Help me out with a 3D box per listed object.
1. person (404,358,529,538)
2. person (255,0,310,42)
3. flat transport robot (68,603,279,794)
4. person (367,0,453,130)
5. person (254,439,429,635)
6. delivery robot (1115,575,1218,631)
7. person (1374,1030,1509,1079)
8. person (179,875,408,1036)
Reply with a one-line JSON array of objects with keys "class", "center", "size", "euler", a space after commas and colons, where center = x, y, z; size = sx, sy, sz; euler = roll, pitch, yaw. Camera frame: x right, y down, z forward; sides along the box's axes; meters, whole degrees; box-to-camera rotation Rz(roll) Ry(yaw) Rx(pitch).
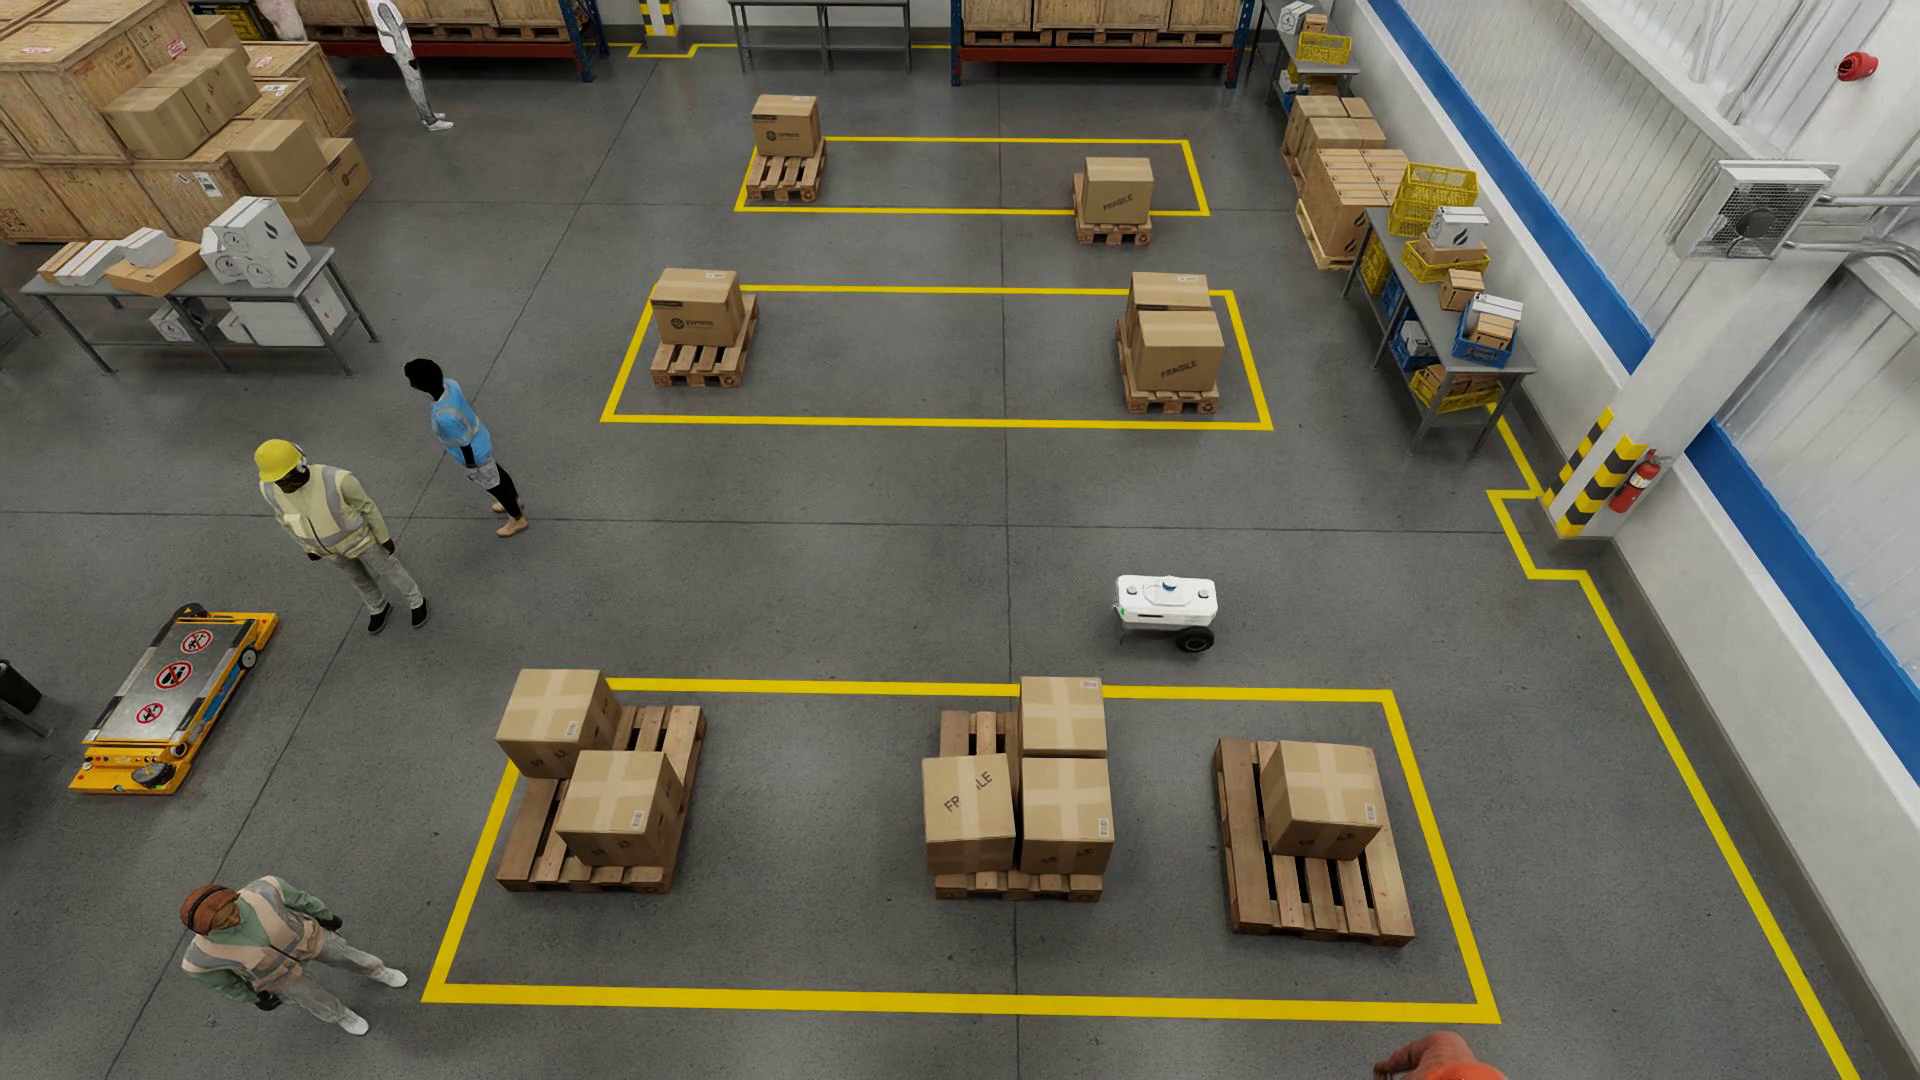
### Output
[{"class": "person", "center": [-3.742, -0.699, 7.010], "size": [0.320, 1.698, 0.538], "euler": [-17, 52, -14]}, {"class": "person", "center": [-8.875, -6.790, 12.036], "size": [0.653, 1.911, 0.403], "euler": [30, 56, 23]}, {"class": "flat transport robot", "center": [-5.504, 1.072, 6.442], "size": [0.652, 0.197, 1.431], "euler": [1, 50, 1]}, {"class": "person", "center": [-6.998, -6.153, 11.484], "size": [0.391, 1.920, 0.593], "euler": [-29, 56, -23]}, {"class": "person", "center": [-4.266, -0.002, 6.334], "size": [0.600, 1.831, 0.404], "euler": [-7, 50, -6]}, {"class": "delivery robot", "center": [1.504, 0.447, 6.727], "size": [0.707, 0.478, 0.477], "euler": [3, 50, 3]}, {"class": "person", "center": [1.950, 2.604, 4.039], "size": [0.429, 1.981, 0.634], "euler": [7, 50, 6]}, {"class": "person", "center": [-3.407, 2.118, 4.672], "size": [0.313, 1.634, 0.514], "euler": [19, 52, 15]}]
